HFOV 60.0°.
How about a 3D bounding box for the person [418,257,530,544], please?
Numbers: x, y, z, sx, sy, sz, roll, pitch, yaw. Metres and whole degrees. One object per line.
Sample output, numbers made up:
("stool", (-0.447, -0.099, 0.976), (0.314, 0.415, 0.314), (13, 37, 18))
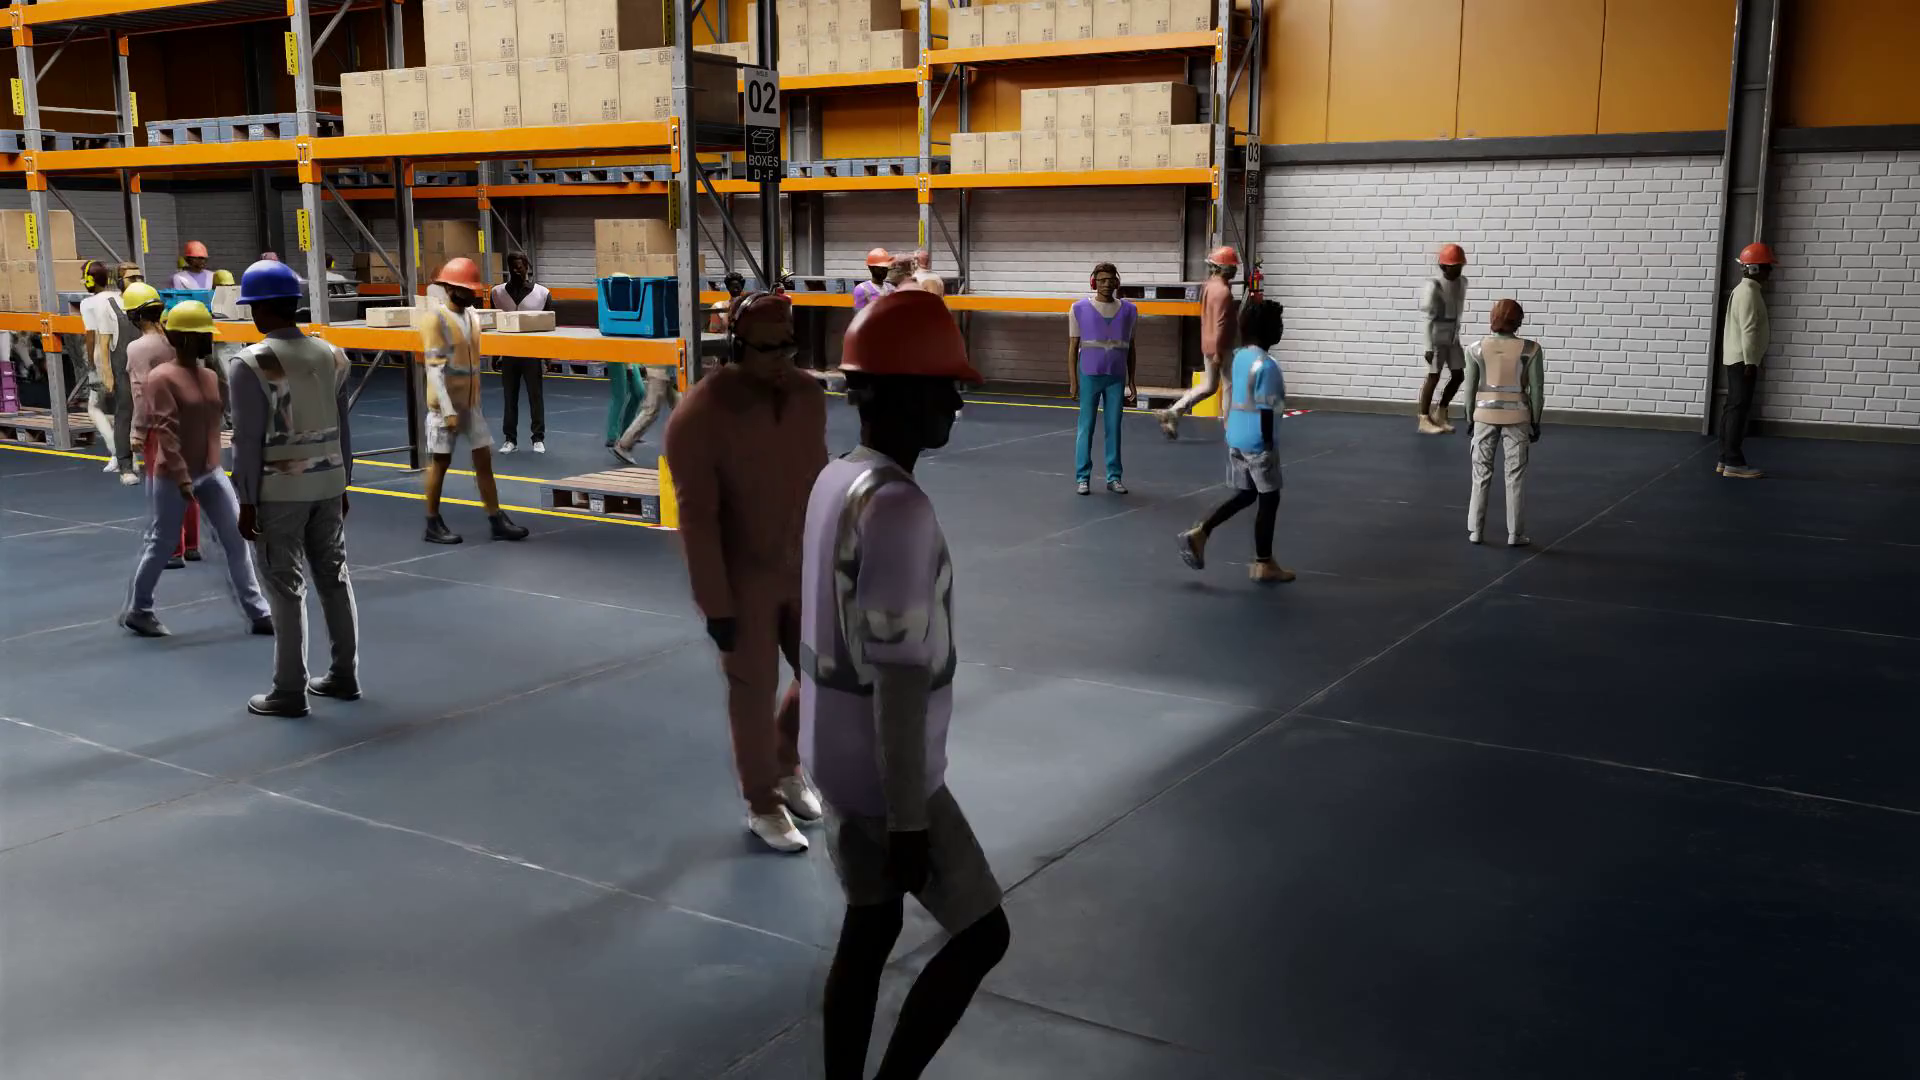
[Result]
("person", (-3.292, -0.904, 11.037), (0.608, 1.926, 0.562), (5, 11, 26))

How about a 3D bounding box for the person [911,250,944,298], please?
("person", (-0.479, -2.557, 20.175), (0.403, 1.906, 0.651), (8, 13, 36))

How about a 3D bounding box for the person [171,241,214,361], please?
("person", (-9.081, -2.571, 19.993), (0.992, 1.997, 0.638), (7, 13, 36))

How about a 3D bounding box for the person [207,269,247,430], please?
("person", (-7.615, -1.932, 17.212), (0.550, 1.729, 0.490), (6, 12, 31))

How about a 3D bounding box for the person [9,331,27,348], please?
("person", (-12.315, -2.782, 21.389), (0.795, 1.904, 0.566), (6, 12, 31))

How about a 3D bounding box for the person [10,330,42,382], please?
("person", (-13.231, -3.096, 23.446), (0.715, 1.811, 0.603), (5, 11, 24))

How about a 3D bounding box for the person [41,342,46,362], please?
("person", (-15.112, -3.753, 27.647), (0.321, 1.600, 0.622), (-1, 10, -8))

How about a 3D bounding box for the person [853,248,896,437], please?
("person", (-0.831, -2.010, 17.055), (0.362, 1.938, 0.545), (10, 14, 43))

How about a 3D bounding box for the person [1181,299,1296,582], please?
("person", (1.671, -0.573, 9.787), (0.597, 1.680, 0.537), (-2, 11, -13))

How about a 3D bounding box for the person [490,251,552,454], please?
("person", (-4.168, -1.780, 15.830), (0.588, 1.920, 0.390), (-1, 10, -3))

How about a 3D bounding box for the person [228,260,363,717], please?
("person", (-2.861, -0.220, 7.135), (0.411, 1.938, 0.611), (5, 11, 24))

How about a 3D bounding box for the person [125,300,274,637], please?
("person", (-3.890, -0.347, 8.436), (0.873, 1.725, 0.531), (3, 11, 16))

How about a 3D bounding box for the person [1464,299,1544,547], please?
("person", (3.587, -0.769, 11.005), (0.513, 1.639, 0.307), (5, 12, 27))

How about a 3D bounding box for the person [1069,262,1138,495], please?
("person", (1.140, -1.286, 13.294), (0.566, 1.846, 0.389), (-2, 10, -12))

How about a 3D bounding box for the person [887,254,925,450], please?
("person", (-0.517, -1.755, 15.784), (0.397, 1.892, 0.658), (2, 11, 14))

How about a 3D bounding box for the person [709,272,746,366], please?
("person", (-2.293, -1.888, 17.044), (0.535, 1.697, 0.321), (-3, 11, -15))

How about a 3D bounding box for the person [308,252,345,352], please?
("person", (-8.908, -3.112, 23.410), (0.533, 1.856, 0.391), (-7, 12, -35))

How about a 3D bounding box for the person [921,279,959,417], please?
("person", (-0.307, -2.162, 18.870), (0.884, 1.585, 0.512), (8, 13, 37))

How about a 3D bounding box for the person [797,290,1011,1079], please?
("person", (-0.125, 0.455, 3.440), (0.457, 1.919, 0.587), (-4, 11, -19))

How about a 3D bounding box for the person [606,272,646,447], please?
("person", (-3.287, -1.737, 16.174), (0.413, 1.715, 0.611), (1, 10, 5))

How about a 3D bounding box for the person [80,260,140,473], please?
("person", (-7.346, -1.484, 14.391), (0.407, 1.848, 0.547), (5, 11, 25))

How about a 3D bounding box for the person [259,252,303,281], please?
("person", (-8.591, -2.691, 21.038), (0.760, 1.865, 0.678), (8, 13, 39))

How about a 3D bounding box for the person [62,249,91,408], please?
("person", (-10.670, -2.563, 20.118), (0.632, 1.940, 0.372), (7, 12, 33))

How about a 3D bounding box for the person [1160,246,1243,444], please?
("person", (2.473, -1.914, 16.453), (0.860, 1.970, 0.619), (-1, 10, -7))

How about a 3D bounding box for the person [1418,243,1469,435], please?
("person", (5.001, -2.053, 17.167), (0.651, 1.983, 0.647), (-6, 12, -30))

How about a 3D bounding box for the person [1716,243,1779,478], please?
("person", (6.751, -1.539, 14.281), (0.379, 1.996, 0.610), (3, 11, 16))

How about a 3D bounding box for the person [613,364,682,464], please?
("person", (-2.747, -1.482, 15.058), (0.824, 1.601, 0.513), (-1, 10, -8))

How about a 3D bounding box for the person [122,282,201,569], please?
("person", (-4.954, -0.697, 10.262), (0.329, 1.765, 0.526), (0, 10, 2))

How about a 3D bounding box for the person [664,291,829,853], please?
("person", (-0.630, 0.125, 5.426), (0.701, 1.867, 0.451), (-10, 14, -44))

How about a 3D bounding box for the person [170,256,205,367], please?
("person", (-11.799, -3.445, 25.471), (0.965, 1.773, 0.598), (8, 13, 39))

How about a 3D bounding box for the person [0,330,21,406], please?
("person", (-11.660, -2.527, 20.060), (0.356, 1.886, 0.574), (7, 12, 34))

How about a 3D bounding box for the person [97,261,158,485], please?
("person", (-6.866, -1.384, 13.840), (0.339, 1.846, 0.514), (7, 12, 34))

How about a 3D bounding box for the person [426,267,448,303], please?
("person", (-7.799, -3.286, 24.990), (0.277, 1.629, 0.497), (5, 12, 27))
